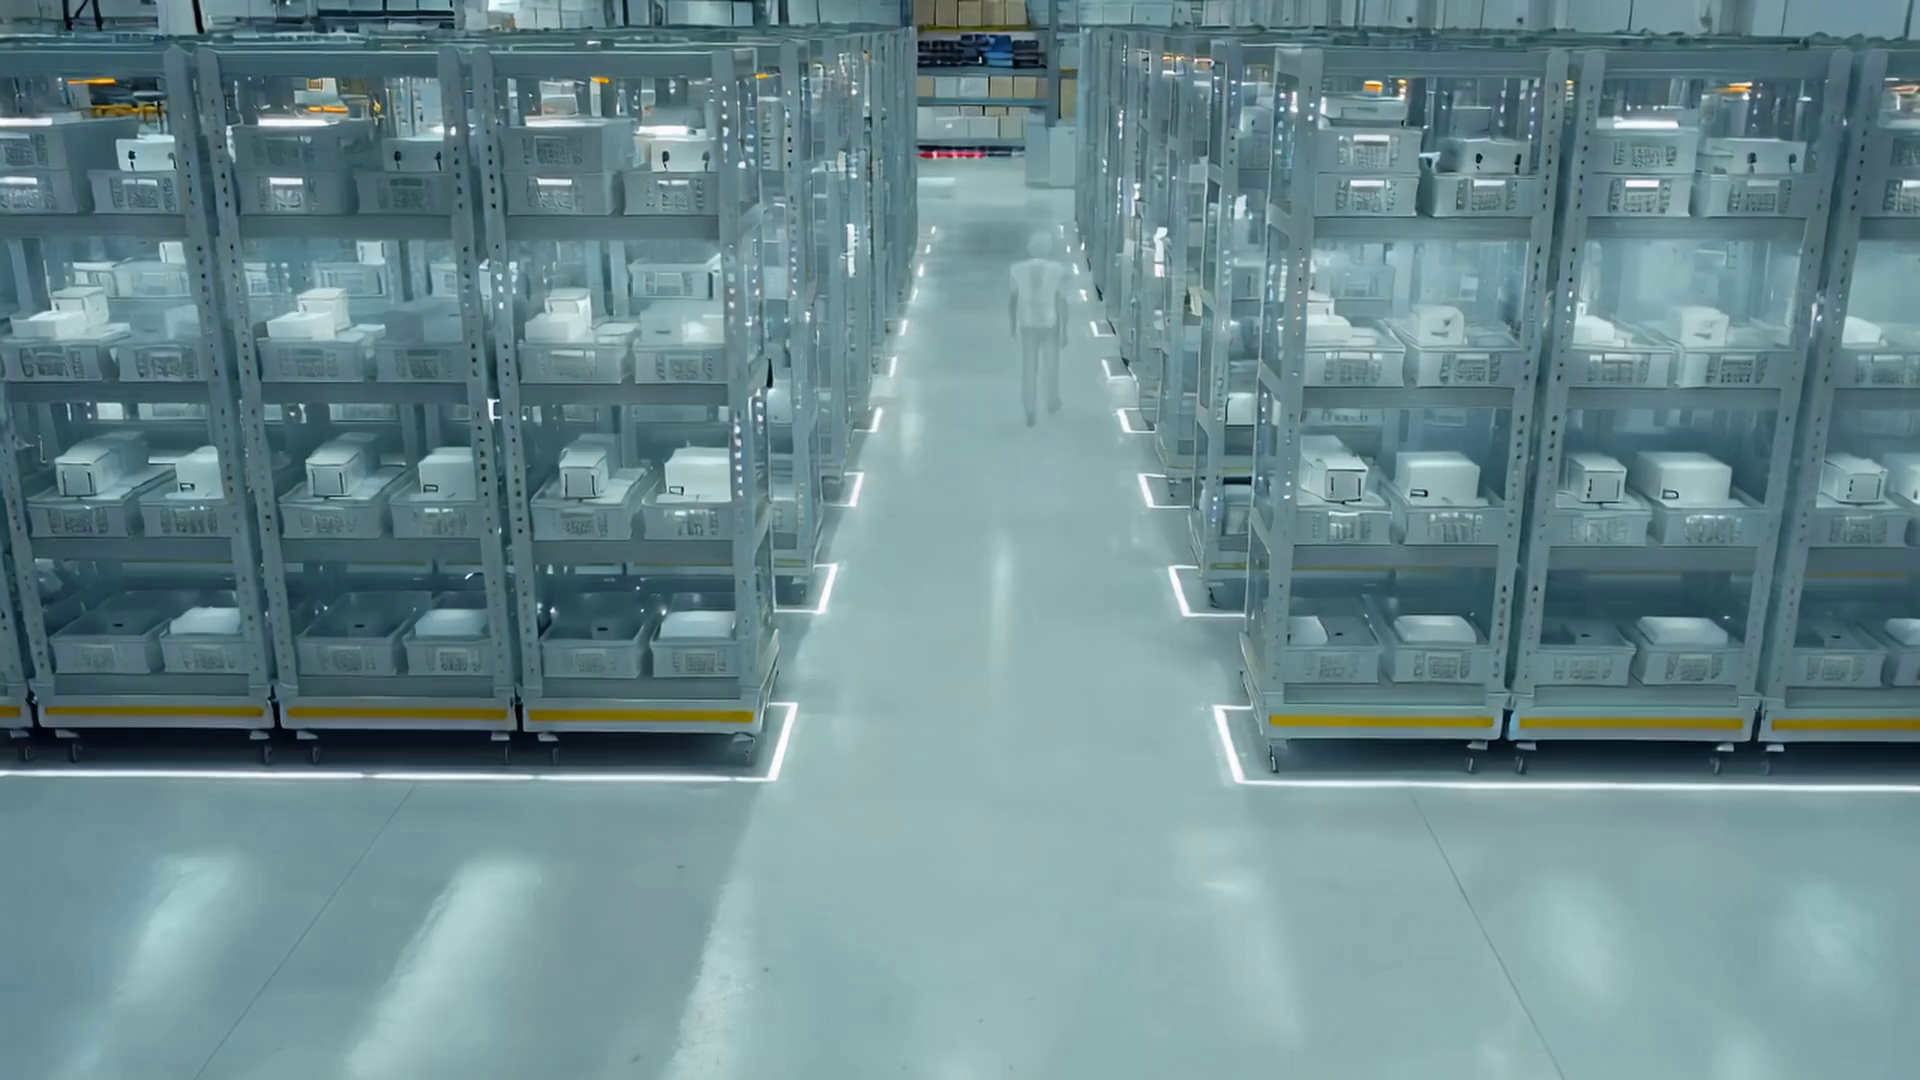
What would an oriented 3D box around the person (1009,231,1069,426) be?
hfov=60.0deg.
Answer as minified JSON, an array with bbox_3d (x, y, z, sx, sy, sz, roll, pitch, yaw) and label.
[{"bbox_3d":[0.764,-2.046,15.913,0.591,1.803,0.892,4,18,12],"label":"person"}]

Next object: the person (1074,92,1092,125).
[{"bbox_3d":[3.225,-10.472,42.509,0.651,1.971,0.485,9,19,26],"label":"person"}]
